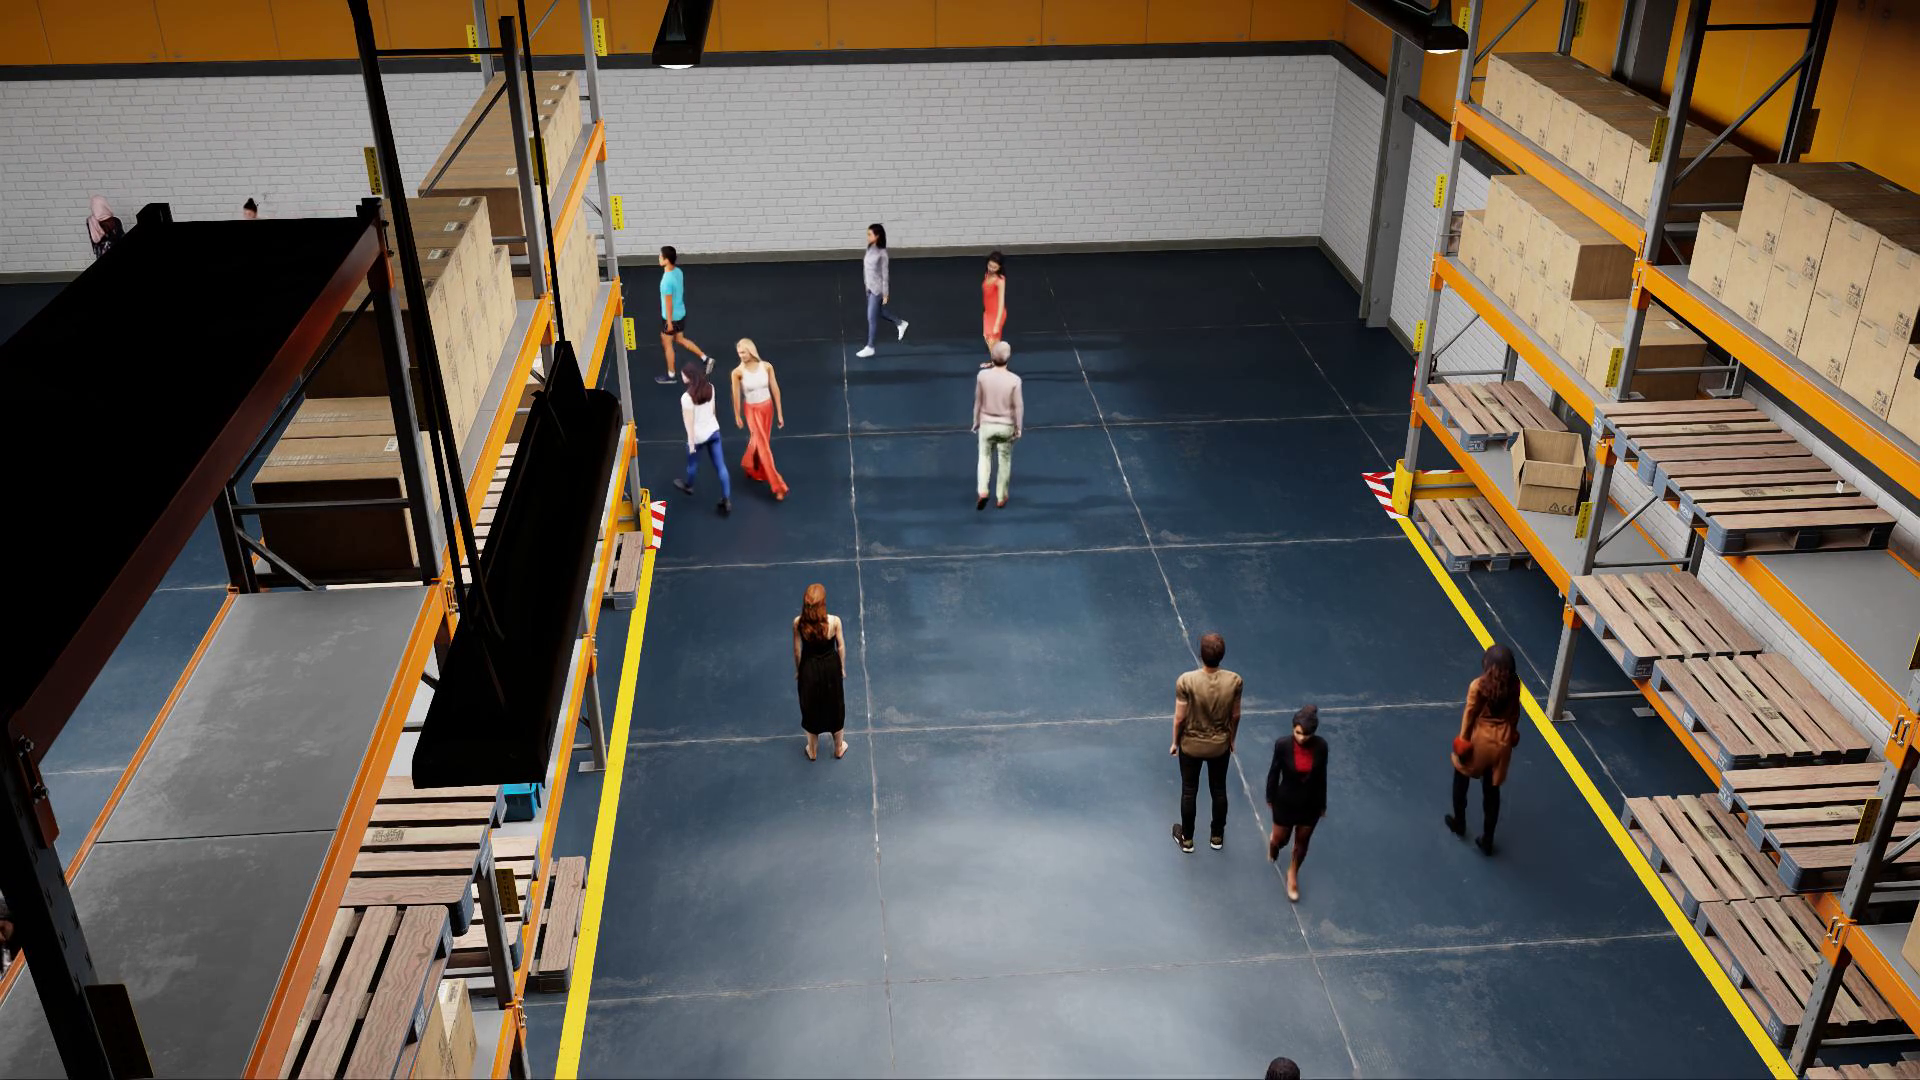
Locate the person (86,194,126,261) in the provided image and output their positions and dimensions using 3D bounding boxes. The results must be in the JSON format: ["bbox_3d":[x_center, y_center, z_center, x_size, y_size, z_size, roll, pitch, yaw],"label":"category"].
[{"bbox_3d":[-11.473,-3.868,22.488,0.619,1.636,0.598,-1,29,-3],"label":"person"}]

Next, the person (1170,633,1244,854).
[{"bbox_3d":[1.828,1.511,12.402,0.650,1.851,0.555,-1,29,-3],"label":"person"}]

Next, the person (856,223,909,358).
[{"bbox_3d":[-0.980,-3.198,21.184,0.996,1.709,1.090,-17,33,-28],"label":"person"}]

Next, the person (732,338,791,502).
[{"bbox_3d":[-2.182,-1.324,17.717,0.974,1.738,1.236,-18,34,-30],"label":"person"}]

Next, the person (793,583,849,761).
[{"bbox_3d":[-1.138,1.068,13.452,0.555,1.624,0.553,-1,29,-3],"label":"person"}]

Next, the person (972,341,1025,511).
[{"bbox_3d":[0.364,-1.121,17.219,0.831,1.860,0.999,5,29,8],"label":"person"}]

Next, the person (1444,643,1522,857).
[{"bbox_3d":[3.957,1.584,12.431,0.689,1.695,0.767,-3,29,-6],"label":"person"}]

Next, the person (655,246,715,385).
[{"bbox_3d":[-3.397,-2.720,20.259,0.869,1.756,0.991,5,29,9],"label":"person"}]

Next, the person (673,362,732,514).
[{"bbox_3d":[-2.600,-1.009,17.246,1.067,1.637,1.164,-25,37,-37],"label":"person"}]

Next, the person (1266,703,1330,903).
[{"bbox_3d":[2.411,1.865,11.986,0.597,1.629,0.708,0,29,-1],"label":"person"}]

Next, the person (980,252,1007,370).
[{"bbox_3d":[0.446,-2.744,20.376,0.888,1.685,0.694,-6,29,-11],"label":"person"}]
